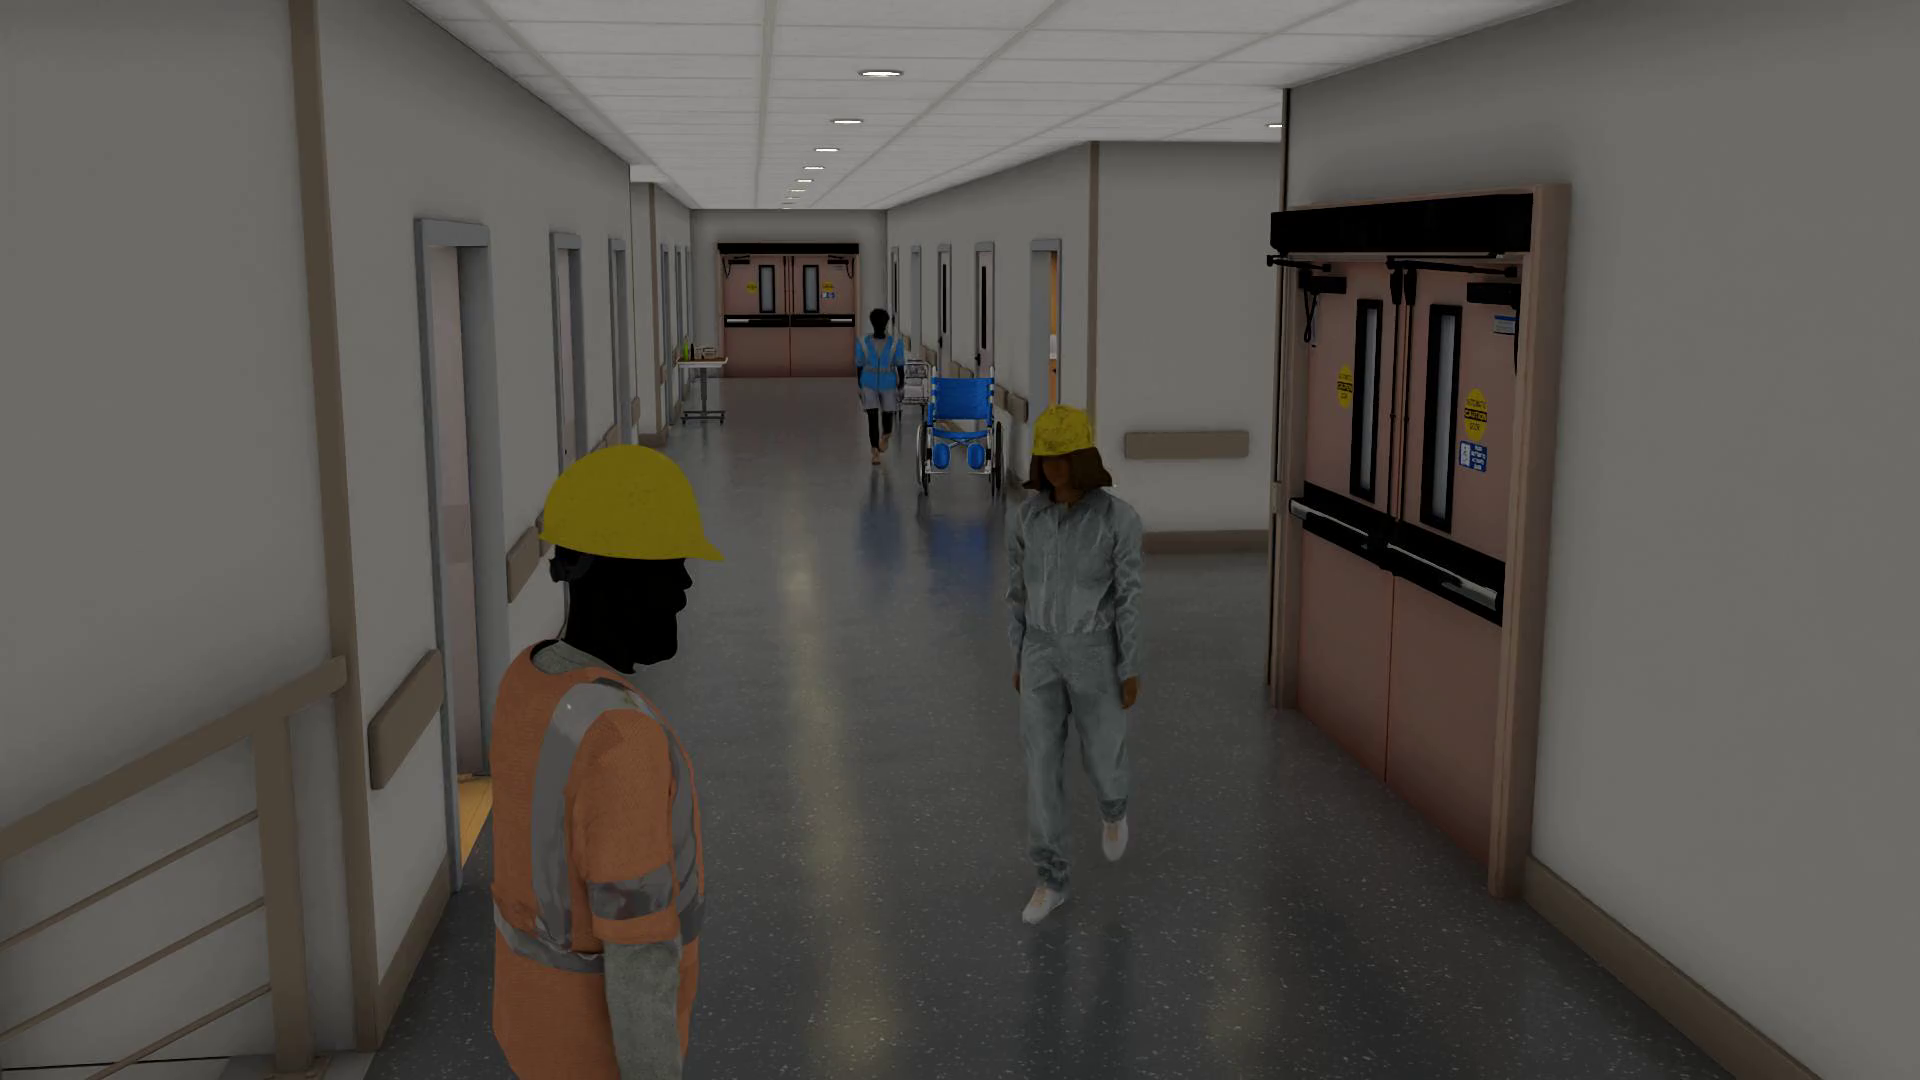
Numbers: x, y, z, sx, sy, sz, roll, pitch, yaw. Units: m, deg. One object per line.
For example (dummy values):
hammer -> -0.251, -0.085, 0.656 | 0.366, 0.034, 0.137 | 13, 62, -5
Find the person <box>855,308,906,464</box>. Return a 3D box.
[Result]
person -> -0.856, -1.652, 17.765 | 0.539, 1.669, 0.603 | -1, 10, -4

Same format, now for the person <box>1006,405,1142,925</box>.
person -> 0.398, 0.392, 5.656 | 0.493, 1.727, 0.598 | 4, 10, 21

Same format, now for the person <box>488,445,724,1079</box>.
person -> -0.557, 0.801, 2.735 | 0.394, 1.918, 0.585 | -5, 11, -26
